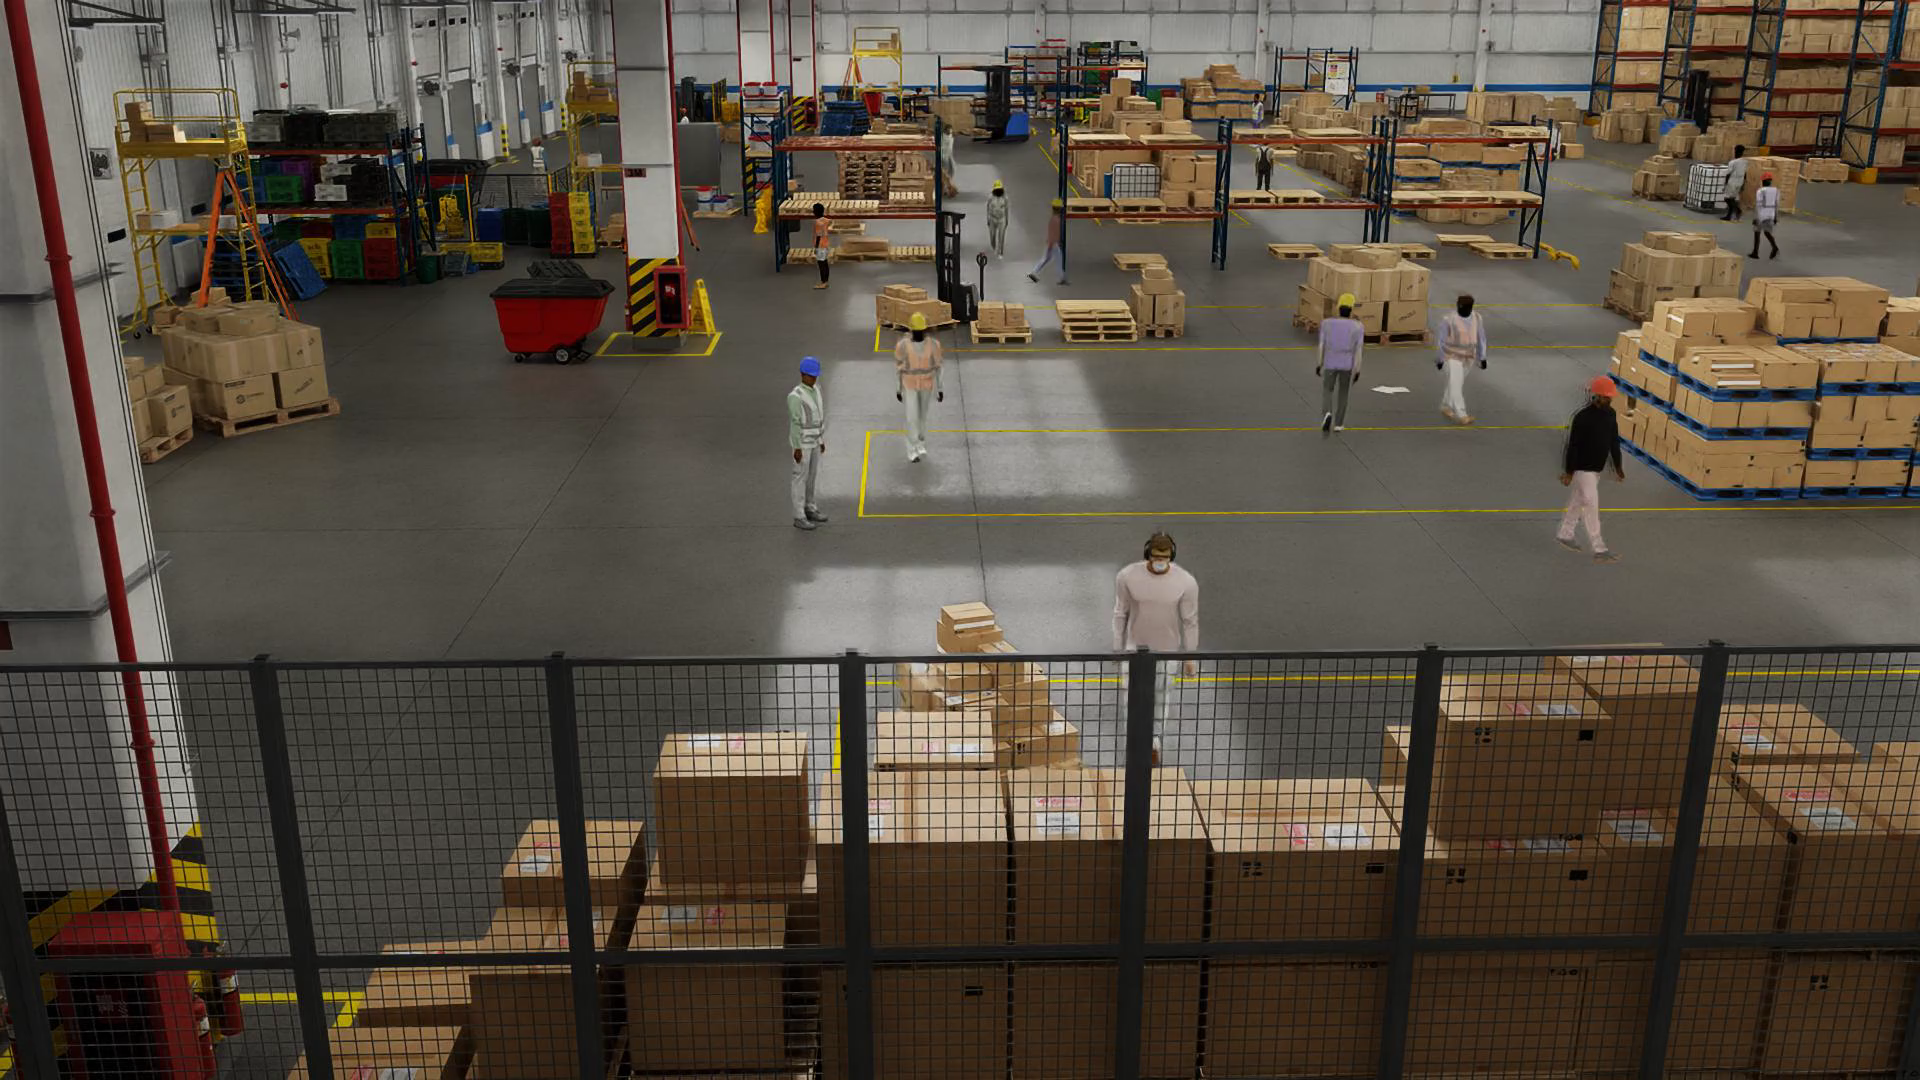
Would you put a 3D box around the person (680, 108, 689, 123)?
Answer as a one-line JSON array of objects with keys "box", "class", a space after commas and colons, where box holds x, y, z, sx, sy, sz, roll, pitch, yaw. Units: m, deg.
[{"box": [-9.039, -13.262, 54.759, 0.339, 1.881, 0.576, 1, 19, 4], "class": "person"}]

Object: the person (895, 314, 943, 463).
[{"box": [-0.513, -1.932, 21.153, 0.596, 1.877, 0.960, -4, 19, -10], "class": "person"}]

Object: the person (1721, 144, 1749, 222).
[{"box": [19.589, -8.979, 41.946, 0.633, 1.946, 0.645, -9, 21, -25], "class": "person"}]

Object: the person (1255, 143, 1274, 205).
[{"box": [8.304, -10.082, 45.381, 0.540, 1.844, 0.359, 8, 20, 21], "class": "person"}]

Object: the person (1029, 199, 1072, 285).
[{"box": [1.816, -6.002, 33.459, 0.867, 1.733, 0.533, 3, 19, 8], "class": "person"}]

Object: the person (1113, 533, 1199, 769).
[{"box": [1.486, 0.879, 12.723, 0.662, 1.927, 0.571, 3, 19, 9], "class": "person"}]

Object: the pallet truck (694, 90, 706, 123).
[{"box": [-9.671, -15.907, 62.421, 0.823, 1.965, 1.885, 5, 19, 15], "class": "pallet truck"}]

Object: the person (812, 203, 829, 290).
[{"box": [-2.760, -5.824, 32.973, 0.318, 1.696, 0.533, 4, 19, 13], "class": "person"}]

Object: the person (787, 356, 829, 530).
[{"box": [-1.692, -1.098, 18.569, 0.402, 1.944, 0.605, 8, 20, 22], "class": "person"}]

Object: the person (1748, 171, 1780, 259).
[{"box": [17.677, -7.089, 36.416, 0.552, 1.909, 0.721, -3, 19, -10], "class": "person"}]

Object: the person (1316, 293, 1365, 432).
[{"box": [5.101, -2.367, 22.384, 0.616, 1.908, 0.536, 5, 19, 15], "class": "person"}]

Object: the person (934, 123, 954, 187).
[{"box": [-0.435, -11.174, 48.507, 0.704, 1.919, 0.637, 12, 22, 31], "class": "person"}]

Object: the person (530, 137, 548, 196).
[{"box": [-11.931, -10.579, 47.166, 0.514, 1.641, 0.309, 8, 20, 22], "class": "person"}]

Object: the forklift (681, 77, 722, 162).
[{"box": [-8.926, -13.867, 55.007, 1.873, 2.768, 1.129, -1, 19, -1], "class": "forklift"}]

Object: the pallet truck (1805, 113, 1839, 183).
[{"box": [26.403, -11.957, 50.702, 0.823, 1.965, 1.885, 6, 19, 16], "class": "pallet truck"}]

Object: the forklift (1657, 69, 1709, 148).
[{"box": [26.236, -15.387, 59.519, 1.873, 2.768, 1.129, -1, 19, -1], "class": "forklift"}]

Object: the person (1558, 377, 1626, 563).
[{"box": [6.755, -0.742, 17.505, 0.616, 1.955, 0.955, -13, 23, -34], "class": "person"}]

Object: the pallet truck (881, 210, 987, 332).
[{"box": [-0.493, -4.759, 29.349, 1.885, 1.965, 0.823, -13, 23, -34], "class": "pallet truck"}]

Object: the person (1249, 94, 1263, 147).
[{"box": [10.922, -15.429, 61.141, 0.391, 1.915, 0.592, -6, 20, -18], "class": "person"}]

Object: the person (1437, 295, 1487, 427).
[{"box": [6.945, -2.486, 22.941, 0.624, 1.779, 0.995, -6, 20, -18], "class": "person"}]

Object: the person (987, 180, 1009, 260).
[{"box": [0.838, -7.059, 36.575, 0.491, 1.724, 0.474, 0, 19, -1], "class": "person"}]

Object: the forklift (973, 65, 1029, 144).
[{"box": [1.583, -16.372, 62.441, 1.873, 2.768, 1.129, -10, 21, -26], "class": "forklift"}]
